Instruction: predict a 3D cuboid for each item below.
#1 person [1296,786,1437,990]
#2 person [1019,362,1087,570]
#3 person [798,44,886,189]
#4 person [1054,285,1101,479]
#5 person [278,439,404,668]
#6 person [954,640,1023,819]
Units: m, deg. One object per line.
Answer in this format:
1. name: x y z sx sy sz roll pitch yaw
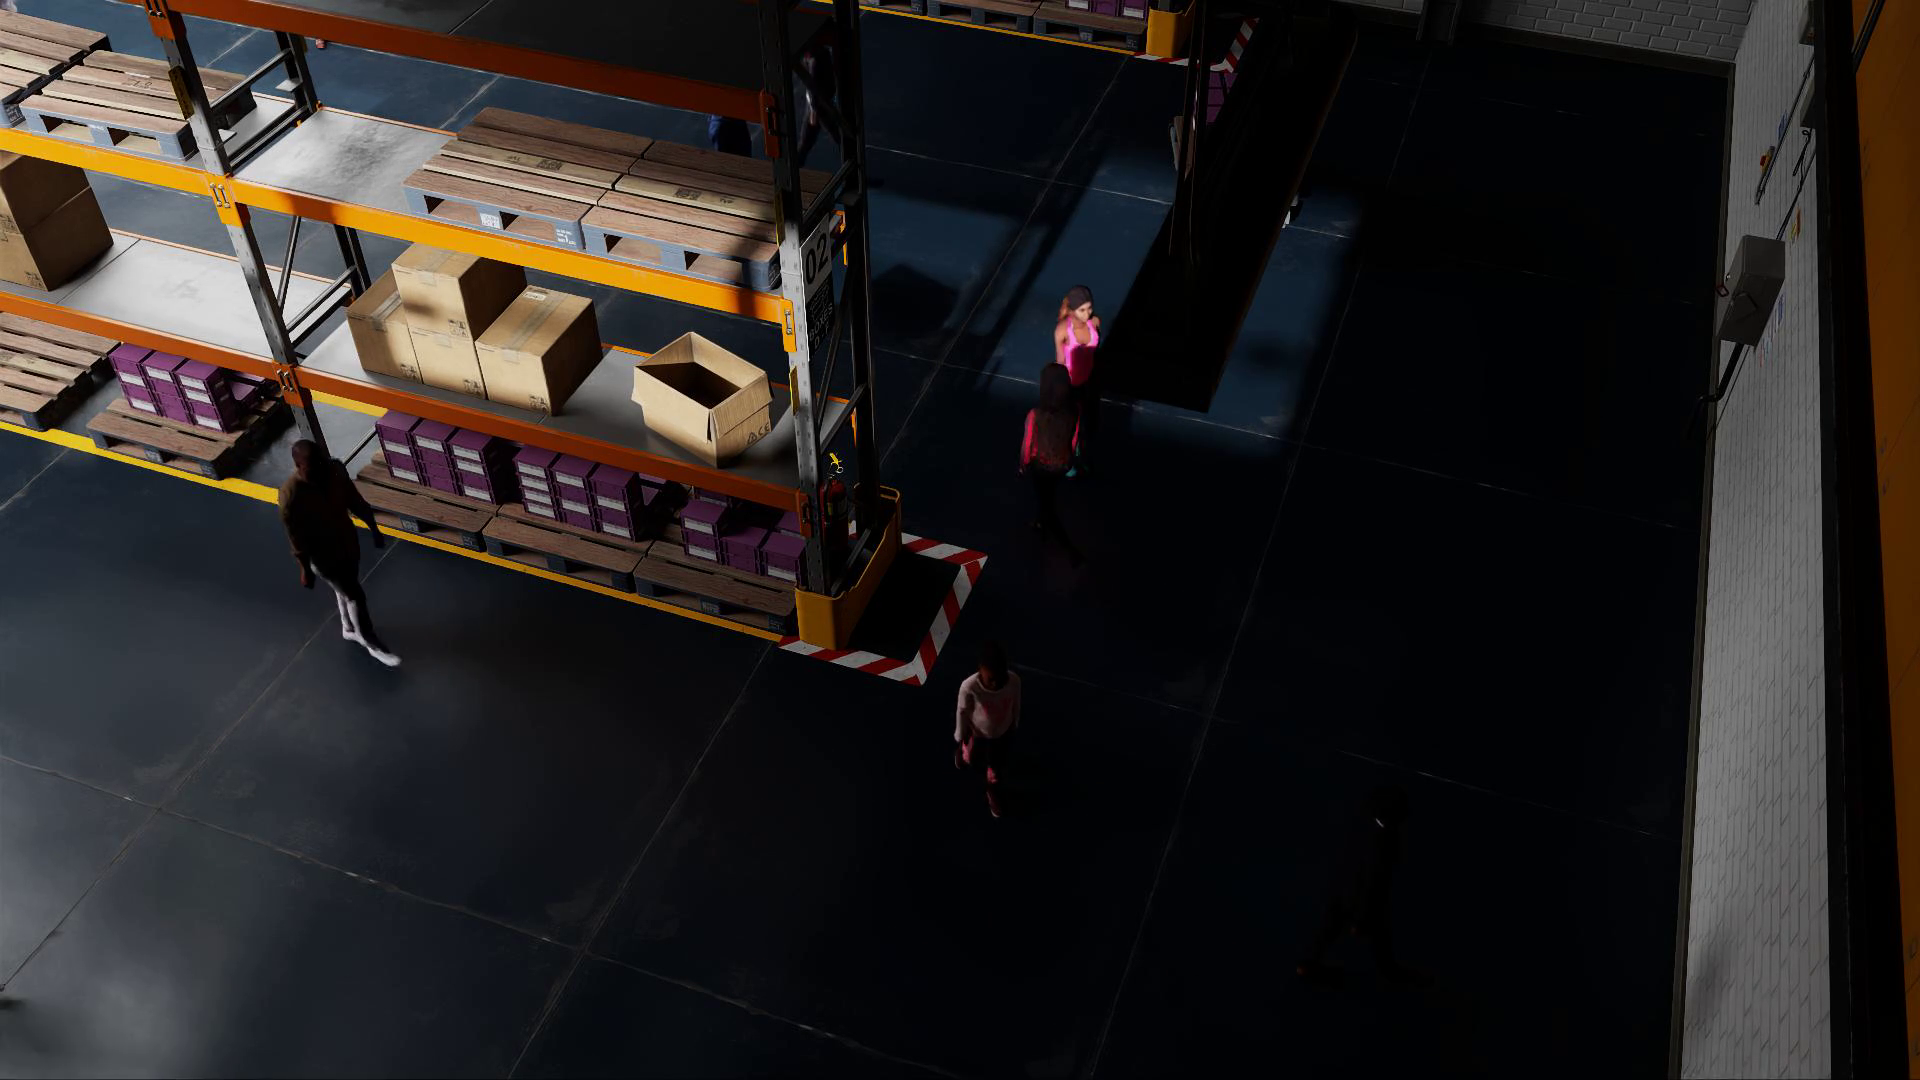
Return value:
1. person: 2.082 1.891 8.966 1.079 1.703 0.878 0 44 0
2. person: 0.678 -0.482 11.500 0.943 1.643 1.045 -22 48 -22
3. person: -1.333 -3.909 15.040 1.189 1.722 0.822 2 44 3
4. person: 0.792 -1.203 12.204 0.670 1.715 0.732 -16 46 -16
5. person: -4.143 0.040 10.830 0.785 1.810 0.754 16 46 16
6. person: 0.161 1.055 10.040 0.838 1.431 0.842 -6 44 -7
